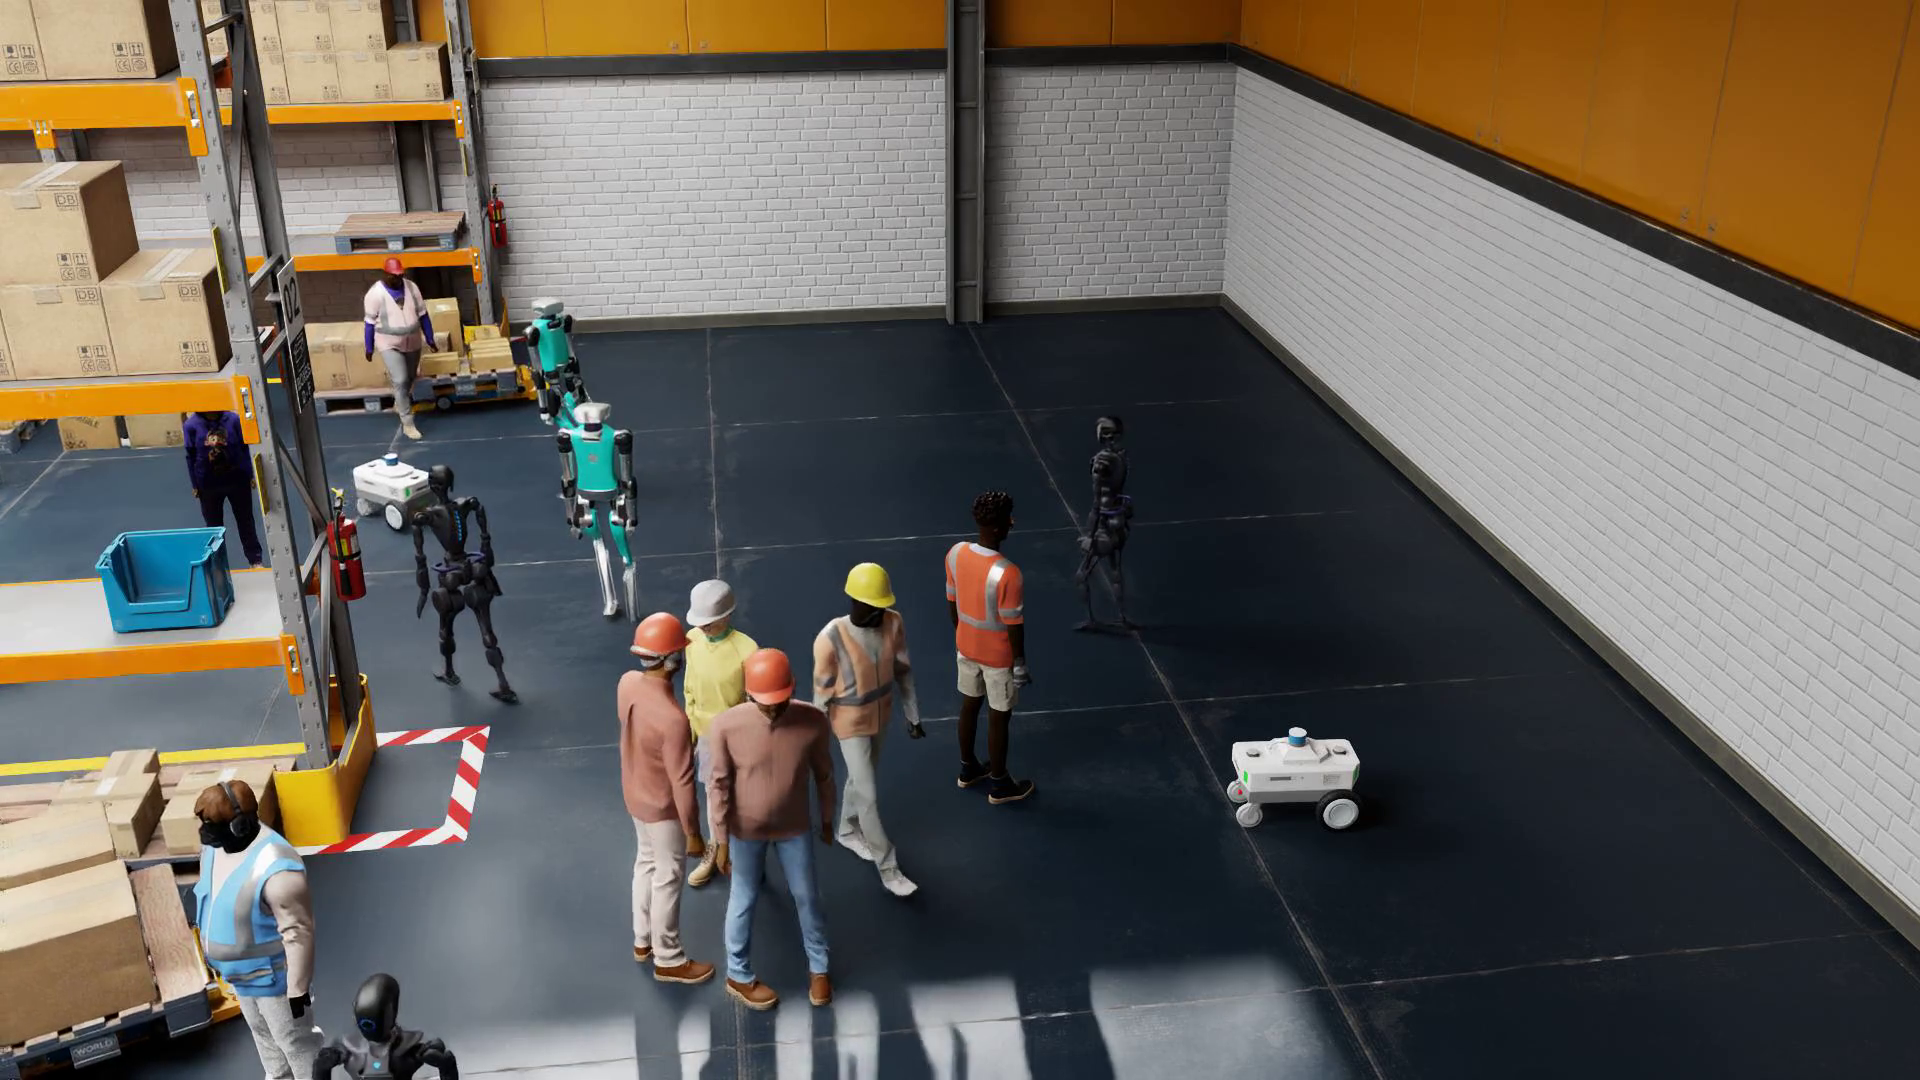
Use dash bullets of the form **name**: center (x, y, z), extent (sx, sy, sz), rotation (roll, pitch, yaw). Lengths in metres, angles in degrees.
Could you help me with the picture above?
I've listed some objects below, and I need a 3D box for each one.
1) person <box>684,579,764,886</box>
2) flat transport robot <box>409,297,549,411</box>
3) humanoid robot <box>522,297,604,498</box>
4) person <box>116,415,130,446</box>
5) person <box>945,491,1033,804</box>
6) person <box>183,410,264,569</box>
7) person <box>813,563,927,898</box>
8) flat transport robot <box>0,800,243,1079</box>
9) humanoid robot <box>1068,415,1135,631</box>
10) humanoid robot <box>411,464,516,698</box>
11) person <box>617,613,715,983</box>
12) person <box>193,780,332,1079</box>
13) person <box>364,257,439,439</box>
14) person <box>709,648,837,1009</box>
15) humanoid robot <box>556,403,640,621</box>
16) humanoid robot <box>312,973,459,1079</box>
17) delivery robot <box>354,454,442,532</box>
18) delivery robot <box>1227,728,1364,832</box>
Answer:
- **person**: center (-1.272, 1.052, 8.997), extent (0.472, 1.884, 0.405), rotation (10, 26, 23)
- **flat transport robot**: center (-4.938, -1.558, 16.946), extent (1.431, 0.231, 0.659), rotation (-7, 25, -16)
- **humanoid robot**: center (-3.265, -1.171, 14.220), extent (0.759, 1.758, 0.530), rotation (12, 26, 25)
- **person**: center (-7.876, -1.801, 15.510), extent (0.329, 1.871, 0.507), rotation (-11, 26, -24)
- **person**: center (0.179, 0.631, 9.849), extent (0.367, 1.966, 0.603), rotation (-20, 30, -38)
- **person**: center (-5.632, -0.442, 12.715), extent (0.459, 1.623, 0.336), rotation (-14, 27, -29)
- **person**: center (-0.428, 1.018, 9.056), extent (0.842, 1.889, 0.597), rotation (21, 31, 39)
- **flat transport robot**: center (-4.278, 2.297, 8.163), extent (1.431, 0.231, 0.659), rotation (-14, 27, -28)
- **humanoid robot**: center (1.048, -0.121, 11.923), extent (0.462, 1.643, 0.584), rotation (11, 26, 23)
- **humanoid robot**: center (-3.322, 0.281, 11.064), extent (0.764, 1.622, 0.590), rotation (22, 32, 40)
- **person**: center (-1.458, 1.295, 8.327), extent (0.428, 1.981, 0.665), rotation (-16, 29, -33)
- **person**: center (-3.035, 1.850, 7.226), extent (0.636, 1.841, 0.429), rotation (18, 29, 35)
- **person**: center (-5.387, -1.892, 15.922), extent (0.635, 1.714, 0.825), rotation (-20, 31, -38)
- **person**: center (-0.897, 1.399, 8.096), extent (0.643, 1.983, 0.449), rotation (-5, 24, -12)
- **humanoid robot**: center (-2.556, -0.174, 12.094), extent (0.539, 1.879, 0.745), rotation (0, 24, 0)
- **humanoid robot**: center (-2.162, 2.340, 6.392), extent (0.602, 1.642, 0.775), rotation (-3, 24, -6)
- **delivery robot**: center (-4.738, -0.416, 14.012), extent (0.814, 0.613, 0.499), rotation (14, 27, 29)
- **delivery robot**: center (2.006, 1.405, 9.864), extent (0.803, 0.614, 0.499), rotation (-1, 24, -3)
